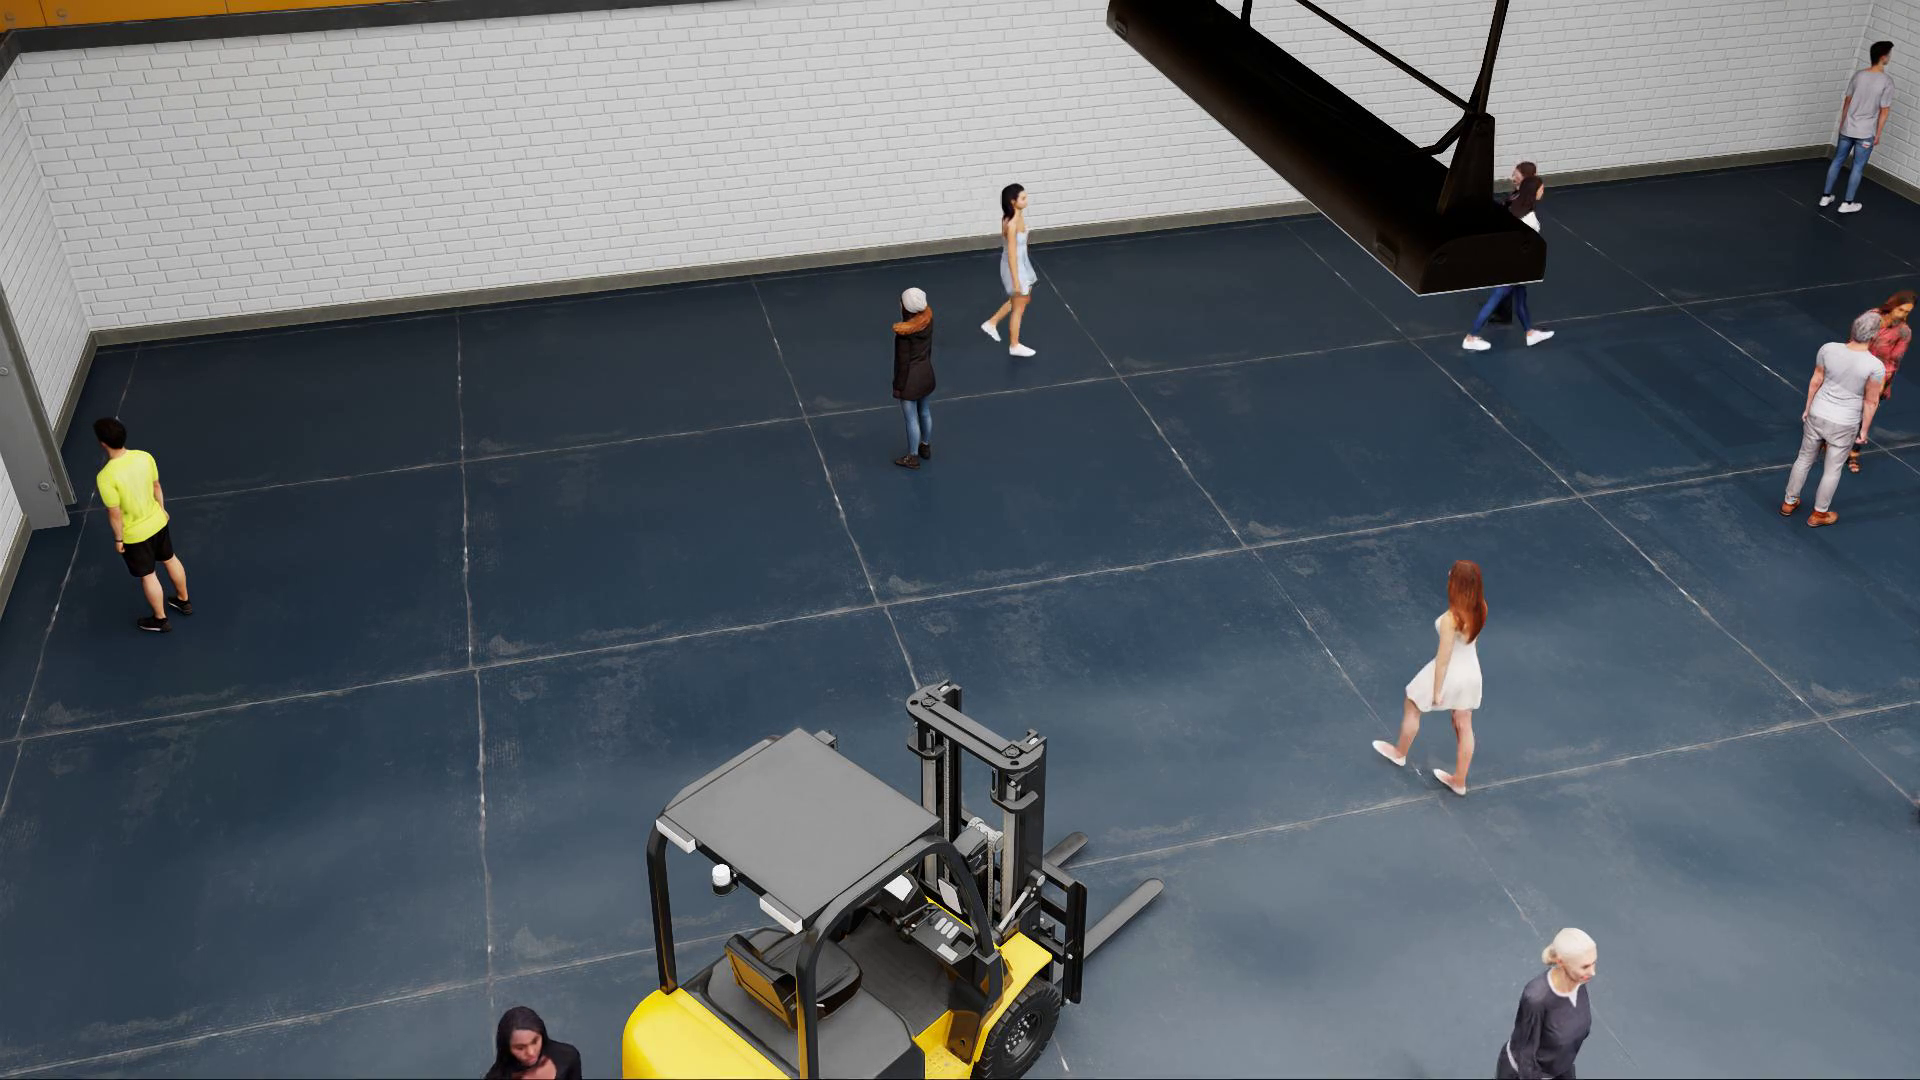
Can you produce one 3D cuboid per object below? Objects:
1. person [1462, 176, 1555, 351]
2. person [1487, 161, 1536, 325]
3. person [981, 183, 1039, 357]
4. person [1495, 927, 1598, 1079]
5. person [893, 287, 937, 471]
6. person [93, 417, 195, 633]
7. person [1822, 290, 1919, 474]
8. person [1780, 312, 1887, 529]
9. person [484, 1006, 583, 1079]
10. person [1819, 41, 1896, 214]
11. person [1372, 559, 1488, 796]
[{"bbox_3d":[5.085,-2.541,15.594,0.894,1.725,1.109,1,34,2],"label":"person"},{"bbox_3d":[5.433,-2.945,16.258,0.750,1.662,0.773,-20,39,-28],"label":"person"},{"bbox_3d":[0.433,-2.525,15.573,0.820,1.722,0.807,4,34,6],"label":"person"},{"bbox_3d":[2.736,2.471,8.073,0.754,1.703,0.944,-17,37,-24],"label":"person"},{"bbox_3d":[-0.380,-1.363,13.903,0.801,1.634,0.748,20,38,27],"label":"person"},{"bbox_3d":[-5.895,-0.126,11.976,0.757,1.708,0.674,14,36,20],"label":"person"},{"bbox_3d":[7.557,-1.395,13.912,0.837,1.678,0.581,-7,34,-11],"label":"person"},{"bbox_3d":[6.892,-0.953,13.110,0.825,1.831,0.660,-24,41,-32],"label":"person"},{"bbox_3d":[-1.953,2.747,7.691,0.836,1.666,1.272,-17,37,-24],"label":"person"},{"bbox_3d":[10.051,-4.617,18.572,0.796,1.886,0.621,-20,38,-27],"label":"person"},{"bbox_3d":[3.166,0.905,10.444,0.738,1.686,0.956,-18,37,-24],"label":"person"}]
